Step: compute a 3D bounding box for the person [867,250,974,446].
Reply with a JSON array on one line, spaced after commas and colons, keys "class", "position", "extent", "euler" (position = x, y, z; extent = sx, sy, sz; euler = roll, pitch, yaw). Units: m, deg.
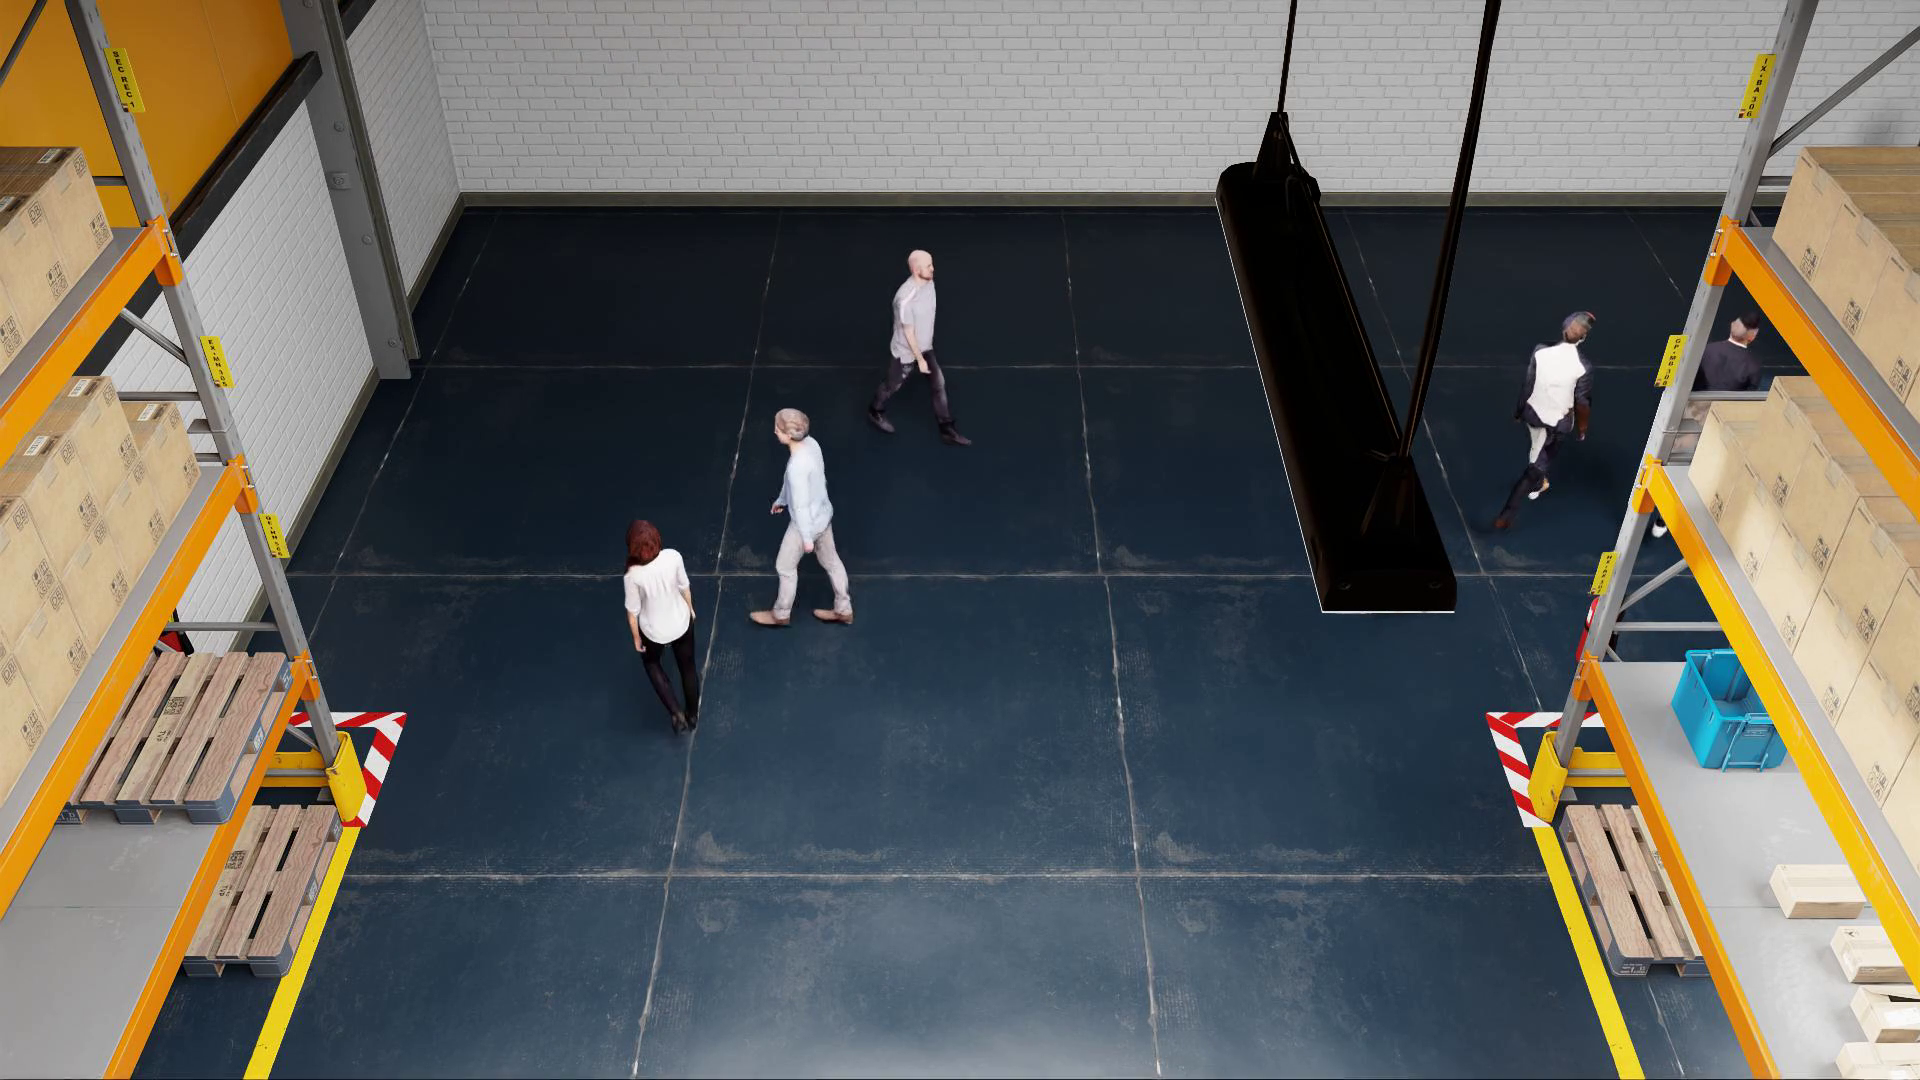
[{"class": "person", "position": [-0.477, -1.606, 13.908], "extent": [1.190, 1.783, 1.265], "euler": [23, 44, 26]}]

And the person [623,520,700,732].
[{"class": "person", "position": [-1.938, 0.656, 11.078], "extent": [0.773, 1.780, 0.807], "euler": [-15, 41, -18]}]

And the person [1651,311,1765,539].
[{"class": "person", "position": [5.732, -0.876, 12.900], "extent": [1.282, 1.900, 1.318], "euler": [29, 47, 32]}]

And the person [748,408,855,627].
[{"class": "person", "position": [-0.988, -0.116, 11.986], "extent": [0.844, 1.853, 0.988], "euler": [6, 39, 7]}]

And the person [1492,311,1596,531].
[{"class": "person", "position": [4.537, -0.888, 12.957], "extent": [1.261, 1.847, 1.233], "euler": [-30, 48, -32]}]
